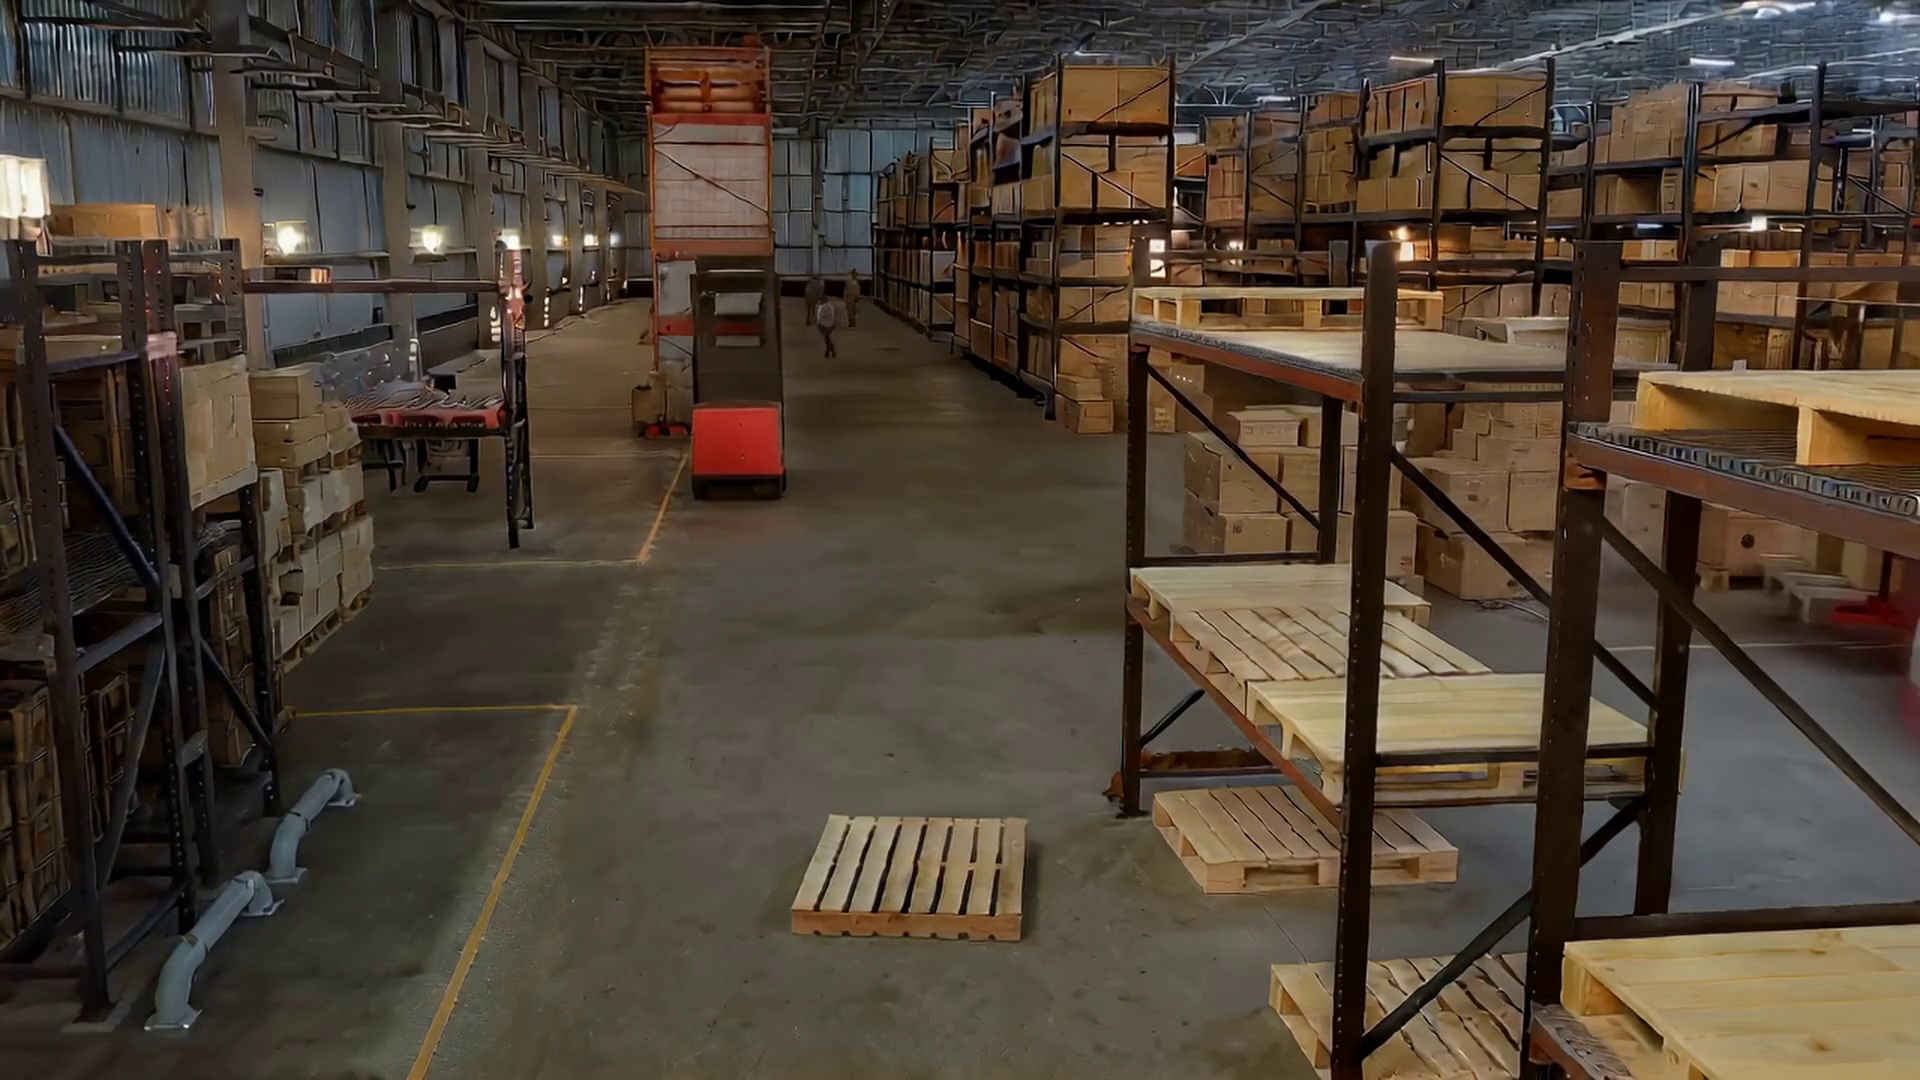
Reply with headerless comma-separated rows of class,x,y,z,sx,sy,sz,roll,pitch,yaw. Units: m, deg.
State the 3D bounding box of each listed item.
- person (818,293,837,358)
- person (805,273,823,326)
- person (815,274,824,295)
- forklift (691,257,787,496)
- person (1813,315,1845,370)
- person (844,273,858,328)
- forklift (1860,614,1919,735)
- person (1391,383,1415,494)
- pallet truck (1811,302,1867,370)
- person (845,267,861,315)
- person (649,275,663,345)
person,-3.364,-5.524,42.858,0.530,1.678,0.650,-10,14,-43
person,-5.188,-8.525,59.023,0.673,1.850,1.010,-3,11,-15
person,-6.138,-10.716,71.888,0.533,1.593,0.869,1,10,6
forklift,-2.687,-2.015,20.098,1.129,2.768,1.873,-1,10,-6
person,13.122,-2.442,25.161,0.401,1.911,0.588,10,14,43
person,-3.825,-8.306,57.657,0.399,1.910,0.643,6,12,32
forklift,6.394,-0.184,9.951,1.129,2.768,1.873,2,11,13
person,5.263,-1.526,20.014,0.375,1.934,0.547,-6,12,-30
pallet truck,15.846,-3.142,28.793,1.885,1.965,0.823,2,10,12
person,-4.318,-10.041,67.181,0.631,1.940,0.372,-2,11,-13
person,-8.829,-6.665,48.183,0.387,2.041,0.615,3,11,18
